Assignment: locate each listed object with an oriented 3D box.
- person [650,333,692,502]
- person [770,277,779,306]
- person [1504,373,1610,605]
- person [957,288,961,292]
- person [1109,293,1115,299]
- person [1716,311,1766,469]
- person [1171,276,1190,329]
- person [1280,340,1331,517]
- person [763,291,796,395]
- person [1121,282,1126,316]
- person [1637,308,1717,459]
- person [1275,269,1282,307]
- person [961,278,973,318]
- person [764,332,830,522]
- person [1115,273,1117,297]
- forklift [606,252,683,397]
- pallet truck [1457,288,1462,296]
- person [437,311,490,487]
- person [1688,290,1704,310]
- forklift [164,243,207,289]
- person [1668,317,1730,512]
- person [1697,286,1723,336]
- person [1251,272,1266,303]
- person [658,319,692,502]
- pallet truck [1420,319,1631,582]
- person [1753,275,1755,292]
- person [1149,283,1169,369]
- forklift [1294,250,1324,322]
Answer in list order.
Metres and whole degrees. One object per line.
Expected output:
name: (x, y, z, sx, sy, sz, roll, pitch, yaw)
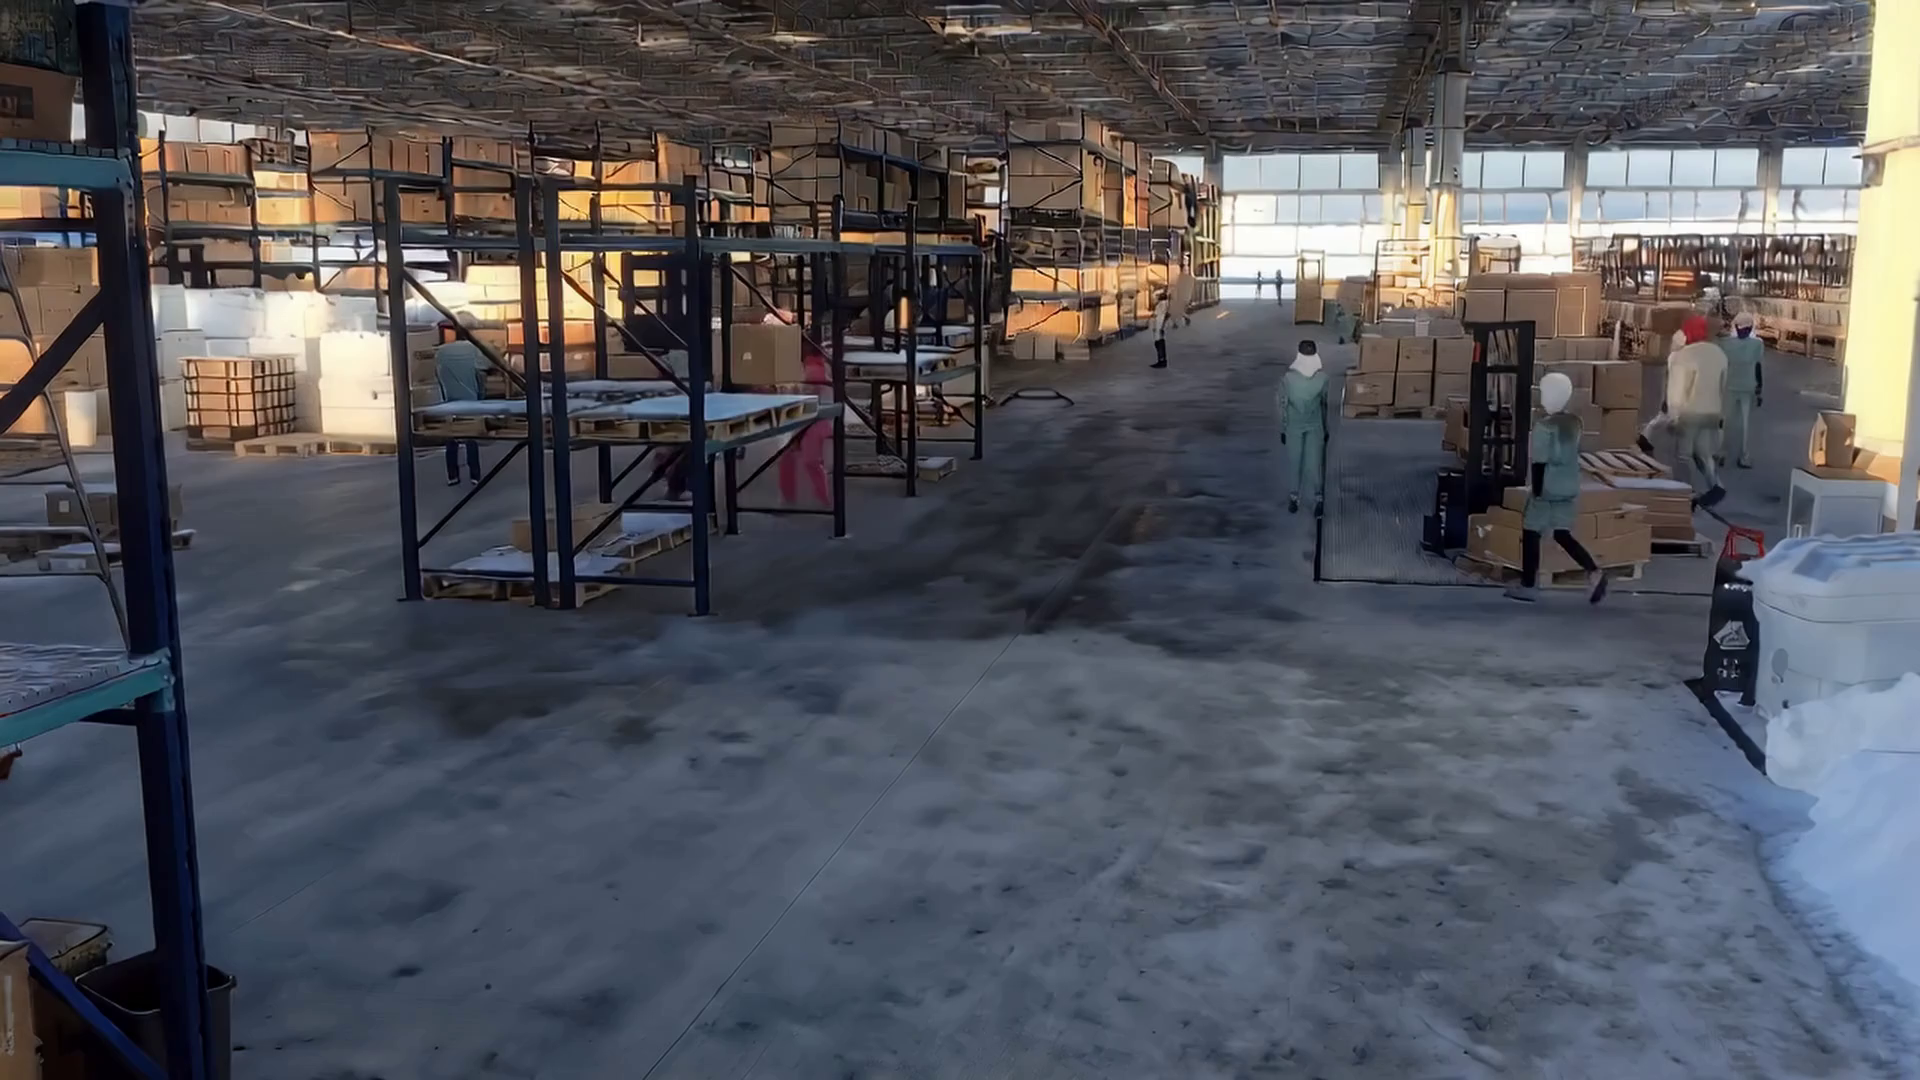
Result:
person: (-2.840, -1.273, 16.867, 0.572, 1.823, 0.534, 1, 10, 5)
person: (-5.972, -7.587, 53.982, 0.370, 1.915, 0.597, -3, 10, -19)
person: (4.265, -0.350, 11.824, 0.539, 1.679, 0.706, -6, 11, -31)
person: (-0.157, -11.972, 80.261, 0.612, 1.818, 0.440, 3, 10, 19)
person: (6.463, -10.241, 70.535, 0.285, 1.634, 0.499, -2, 10, -9)
person: (9.208, -1.764, 19.647, 0.533, 1.868, 0.310, 3, 10, 16)
person: (7.799, -8.430, 59.040, 0.567, 1.895, 0.659, 5, 11, 30)
person: (3.329, -1.065, 16.004, 0.503, 1.700, 0.884, 0, 10, 1)
person: (-3.041, -3.217, 28.014, 0.624, 1.947, 0.564, 3, 10, 19)
person: (5.669, -8.309, 59.015, 0.820, 1.667, 0.533, 2, 10, 9)
person: (9.025, -1.979, 20.906, 1.037, 1.892, 0.648, 8, 12, 39)
person: (16.675, -13.218, 87.146, 0.409, 1.987, 0.607, 1, 10, 6)
person: (0.360, -8.550, 59.985, 0.744, 1.812, 0.645, 2, 10, 10)
person: (-1.512, -1.031, 15.514, 0.678, 1.800, 0.653, -5, 11, -28)
person: (8.533, -14.038, 92.681, 0.554, 1.752, 0.530, 1, 10, 8)
forklift: (-4.664, -3.203, 25.172, 1.129, 2.768, 1.873, 2, 10, 12)
pallet truck: (20.506, -9.785, 68.819, 0.653, 1.274, 1.630, 2, 10, 12)
person: (-5.407, -1.535, 18.158, 0.585, 1.917, 0.409, 3, 10, 17)
person: (19.890, -5.905, 44.775, 0.545, 1.647, 0.854, 3, 10, 18)
forklift: (-16.949, -5.122, 36.536, 1.873, 2.768, 1.129, 2, 10, 12)
person: (7.230, -1.216, 16.271, 0.678, 1.913, 0.513, -2, 10, -13)
person: (18.652, -5.399, 41.371, 0.605, 1.786, 0.893, 3, 10, 15)
person: (16.804, -14.182, 93.452, 1.002, 1.783, 0.634, -2, 10, -9)
person: (-2.800, -1.240, 16.468, 0.565, 1.891, 0.617, 3, 10, 16)
pallet truck: (4.543, -0.757, 13.299, 0.823, 1.965, 1.885, -4, 10, -22)
person: (41.263, -13.054, 86.715, 0.574, 1.802, 0.953, 1, 10, 9)
person: (4.525, -4.858, 37.758, 0.358, 1.937, 0.549, -3, 10, -17)
forklift: (13.778, -10.002, 65.433, 1.129, 2.768, 1.873, 2, 10, 12)
